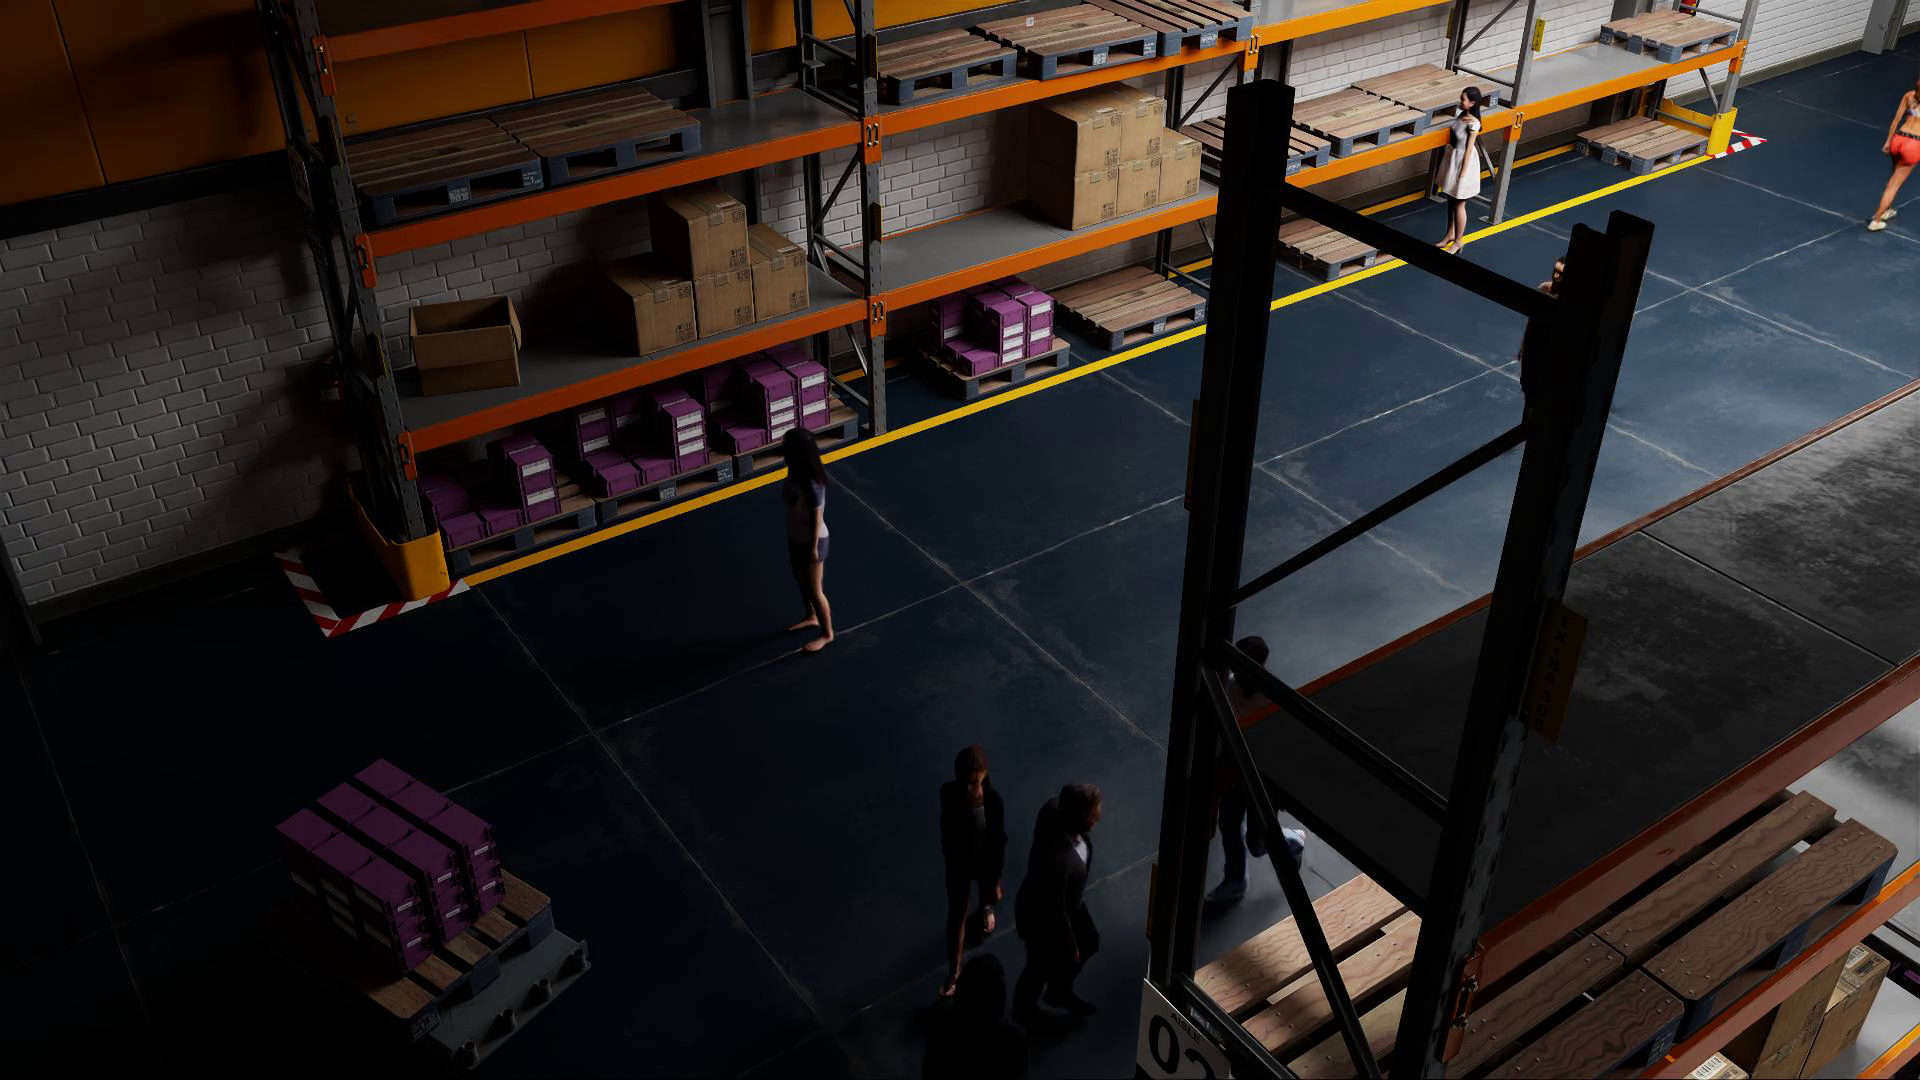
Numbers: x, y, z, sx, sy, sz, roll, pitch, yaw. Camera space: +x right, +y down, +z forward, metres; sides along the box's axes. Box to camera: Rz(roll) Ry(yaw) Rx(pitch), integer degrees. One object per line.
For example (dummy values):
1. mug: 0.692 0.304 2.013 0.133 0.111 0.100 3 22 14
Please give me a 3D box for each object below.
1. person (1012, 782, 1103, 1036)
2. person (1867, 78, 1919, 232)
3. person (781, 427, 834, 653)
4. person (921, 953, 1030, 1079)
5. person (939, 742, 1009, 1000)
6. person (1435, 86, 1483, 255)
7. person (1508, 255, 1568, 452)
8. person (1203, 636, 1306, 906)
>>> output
1. person: 0.394 1.883 8.493 0.937 1.813 0.862 6 34 8
2. person: 9.938 -4.111 17.547 0.810 1.773 0.609 -18 37 -24
3. person: -1.049 -0.029 11.466 0.555 1.707 0.612 -16 37 -22
4. person: 0.025 2.618 7.488 0.894 1.702 1.009 11 35 16
5. person: 0.092 1.669 9.087 1.007 1.512 1.096 5 34 8
6. person: 5.123 -3.780 17.052 0.806 1.769 0.778 -2 34 -3
7. person: 4.893 -1.570 13.780 0.975 1.710 0.642 -18 37 -24
8. person: 1.710 1.285 9.373 0.888 1.835 0.702 -25 41 -32
